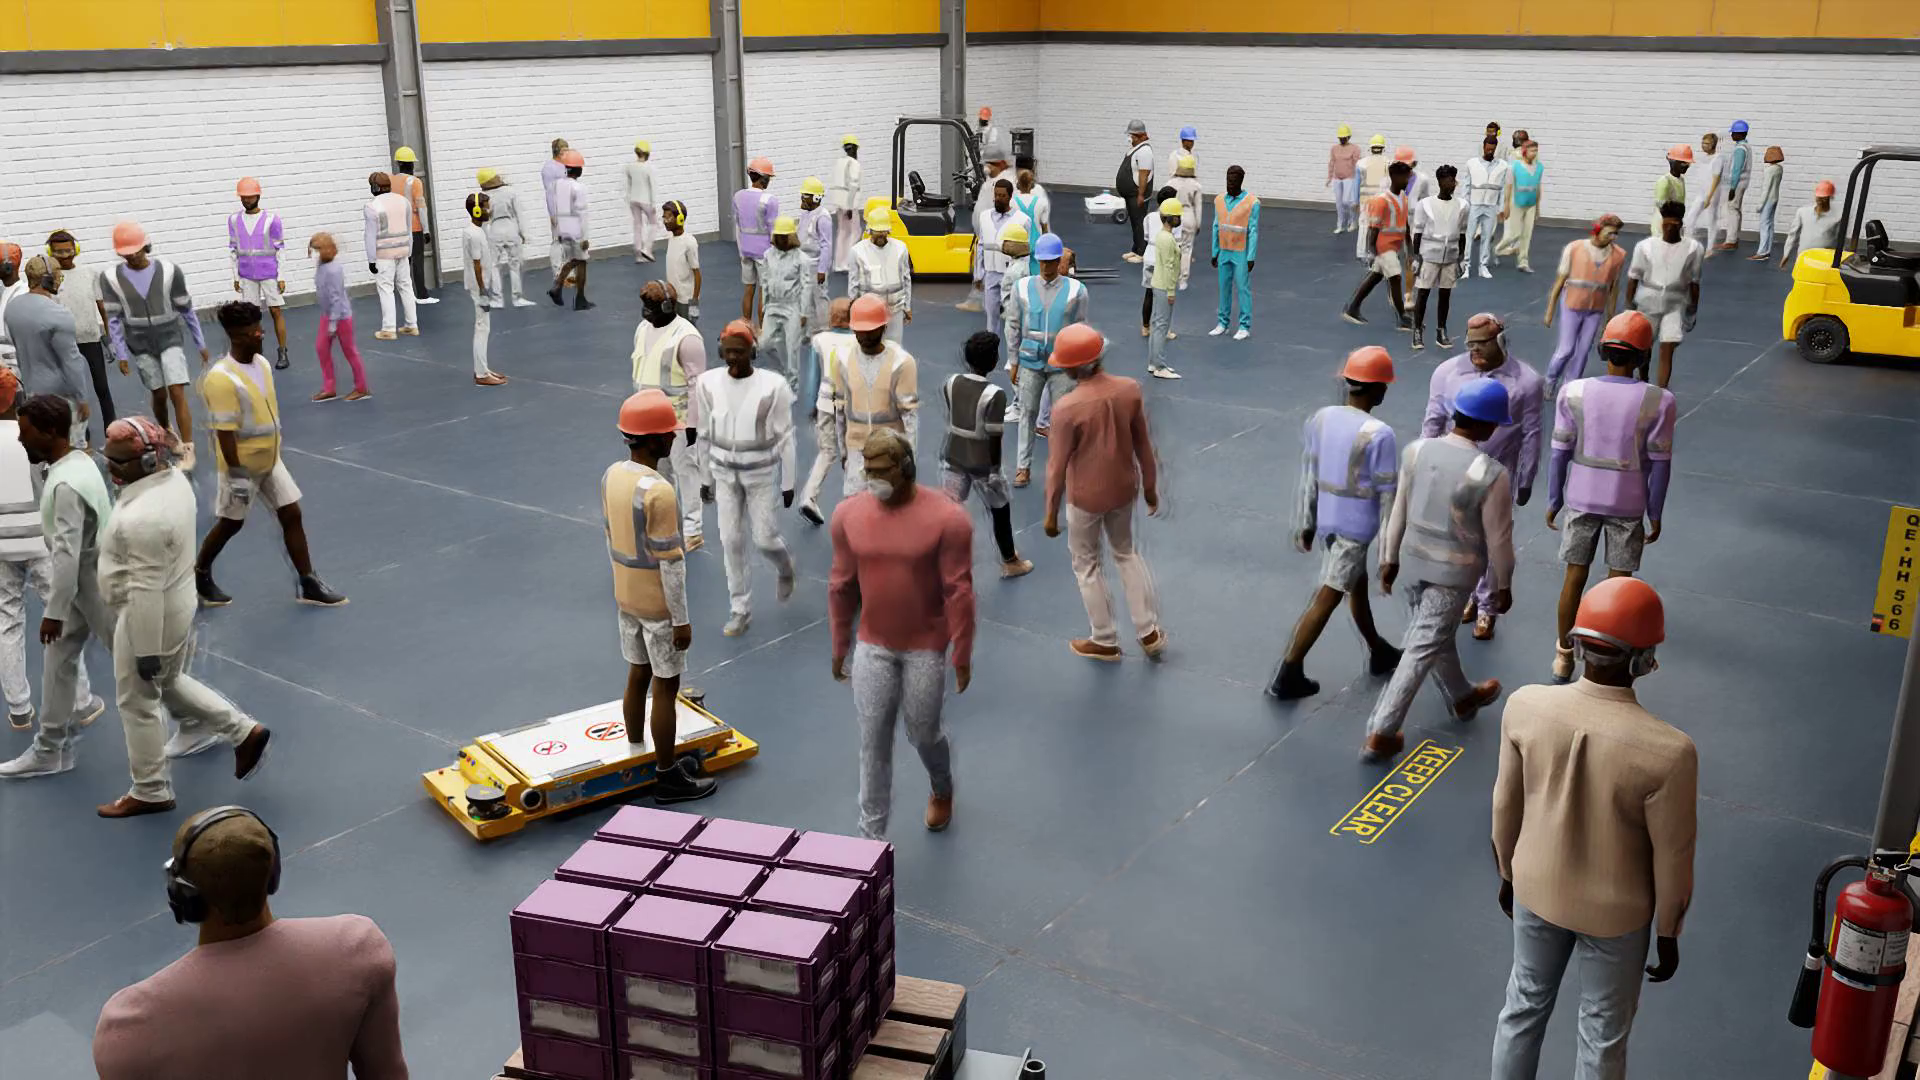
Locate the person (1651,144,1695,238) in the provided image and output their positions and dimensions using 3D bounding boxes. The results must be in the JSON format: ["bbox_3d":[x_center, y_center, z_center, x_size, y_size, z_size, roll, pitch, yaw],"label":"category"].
[{"bbox_3d":[8.356,-3.624,19.592,0.395,2.038,0.614,15,23,39],"label":"person"}]

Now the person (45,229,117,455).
[{"bbox_3d":[-7.184,-1.603,13.578,0.522,1.857,0.347,-11,21,-30],"label":"person"}]

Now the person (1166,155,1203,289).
[{"bbox_3d":[2.905,-4.154,21.758,0.525,1.717,0.407,4,18,12],"label":"person"}]

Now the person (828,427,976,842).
[{"bbox_3d":[-0.260,0.457,7.056,0.668,1.919,0.676,4,18,13],"label":"person"}]

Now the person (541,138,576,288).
[{"bbox_3d":[-5.227,-4.300,21.876,0.373,1.937,0.630,4,18,13],"label":"person"}]

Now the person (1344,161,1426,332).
[{"bbox_3d":[4.893,-3.377,19.043,1.045,1.911,0.620,13,22,35],"label":"person"}]

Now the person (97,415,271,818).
[{"bbox_3d":[-3.603,0.340,7.463,0.680,1.870,0.671,-3,18,-9],"label":"person"}]

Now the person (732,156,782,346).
[{"bbox_3d":[-2.168,-3.127,18.062,0.609,2.032,0.409,12,21,34],"label":"person"}]

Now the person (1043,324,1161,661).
[{"bbox_3d":[0.798,-0.247,9.203,0.754,1.931,0.399,-11,21,-31],"label":"person"}]

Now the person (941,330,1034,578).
[{"bbox_3d":[0.092,-0.497,10.439,0.535,1.652,0.857,16,23,40],"label":"person"}]

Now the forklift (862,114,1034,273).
[{"bbox_3d":[-0.171,-4.594,22.377,2.313,2.155,1.214,1,18,3],"label":"forklift"}]

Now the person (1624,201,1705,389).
[{"bbox_3d":[6.376,-2.125,15.139,0.625,1.904,1.046,8,20,24],"label":"person"}]

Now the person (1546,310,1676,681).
[{"bbox_3d":[3.460,-0.208,8.903,0.606,2.045,0.389,11,21,31],"label":"person"}]

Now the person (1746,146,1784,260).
[{"bbox_3d":[11.795,-4.917,24.296,0.285,1.633,0.500,17,24,42],"label":"person"}]

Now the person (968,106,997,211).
[{"bbox_3d":[0.411,-6.804,29.782,0.602,1.889,0.500,13,22,36],"label":"person"}]

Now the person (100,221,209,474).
[{"bbox_3d":[-6.382,-1.566,13.254,0.686,1.993,0.887,-7,19,-21],"label":"person"}]

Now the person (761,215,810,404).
[{"bbox_3d":[-1.631,-2.133,15.414,0.523,1.736,0.369,8,19,24],"label":"person"}]

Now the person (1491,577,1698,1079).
[{"bbox_3d":[1.881,1.066,4.996,0.377,1.995,0.611,-16,24,-41],"label":"person"}]

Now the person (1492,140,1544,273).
[{"bbox_3d":[7.792,-4.640,23.132,0.557,1.822,0.556,-8,19,-23],"label":"person"}]

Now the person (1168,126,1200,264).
[{"bbox_3d":[3.219,-4.943,23.866,0.606,1.947,0.406,-15,23,-39],"label":"person"}]

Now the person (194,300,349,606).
[{"bbox_3d":[-4.326,-0.501,10.024,0.992,1.925,0.619,3,18,9],"label":"person"}]

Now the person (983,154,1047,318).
[{"bbox_3d":[0.706,-3.532,19.498,0.944,1.914,0.632,15,23,39],"label":"person"}]

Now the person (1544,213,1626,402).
[{"bbox_3d":[5.635,-2.062,15.080,0.660,1.801,0.502,-1,18,-2],"label":"person"}]

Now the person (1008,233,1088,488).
[{"bbox_3d":[0.665,-1.353,12.637,0.605,1.949,0.402,2,18,7],"label":"person"}]

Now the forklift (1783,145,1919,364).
[{"bbox_3d":[9.803,-2.879,17.013,2.313,2.155,1.214,12,21,33],"label":"forklift"}]

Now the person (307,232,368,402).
[{"bbox_3d":[-5.801,-2.042,15.344,0.605,1.600,0.527,-16,24,-41],"label":"person"}]

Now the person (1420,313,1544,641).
[{"bbox_3d":[2.985,-0.369,9.679,0.652,1.874,0.738,11,21,31],"label":"person"}]

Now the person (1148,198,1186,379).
[{"bbox_3d":[2.054,-2.496,16.506,0.315,1.770,0.524,-1,18,-3],"label":"person"}]

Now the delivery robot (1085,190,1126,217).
[{"bbox_3d":[2.503,-5.749,28.490,0.707,0.478,0.477,0,18,0],"label":"delivery robot"}]

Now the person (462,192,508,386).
[{"bbox_3d":[-4.646,-2.432,16.161,0.324,1.862,0.511,-6,19,-17],"label":"person"}]

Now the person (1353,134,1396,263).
[{"bbox_3d":[5.960,-4.903,23.952,0.585,1.824,0.404,5,18,15],"label":"person"}]

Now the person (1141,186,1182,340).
[{"bbox_3d":[2.232,-3.054,18.378,0.324,1.688,0.530,-16,24,-40],"label":"person"}]

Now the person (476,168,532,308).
[{"bbox_3d":[-5.598,-3.700,20.393,0.627,1.701,0.329,-8,19,-23],"label":"person"}]

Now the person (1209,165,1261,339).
[{"bbox_3d":[3.059,-3.197,18.478,0.587,1.910,0.397,17,24,42],"label":"person"}]

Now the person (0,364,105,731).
[{"bbox_3d":[-4.732,0.045,8.404,0.592,1.872,0.368,-4,18,-14],"label":"person"}]

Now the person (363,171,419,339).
[{"bbox_3d":[-6.343,-3.158,18.473,0.429,1.837,0.630,10,20,29],"label":"person"}]
